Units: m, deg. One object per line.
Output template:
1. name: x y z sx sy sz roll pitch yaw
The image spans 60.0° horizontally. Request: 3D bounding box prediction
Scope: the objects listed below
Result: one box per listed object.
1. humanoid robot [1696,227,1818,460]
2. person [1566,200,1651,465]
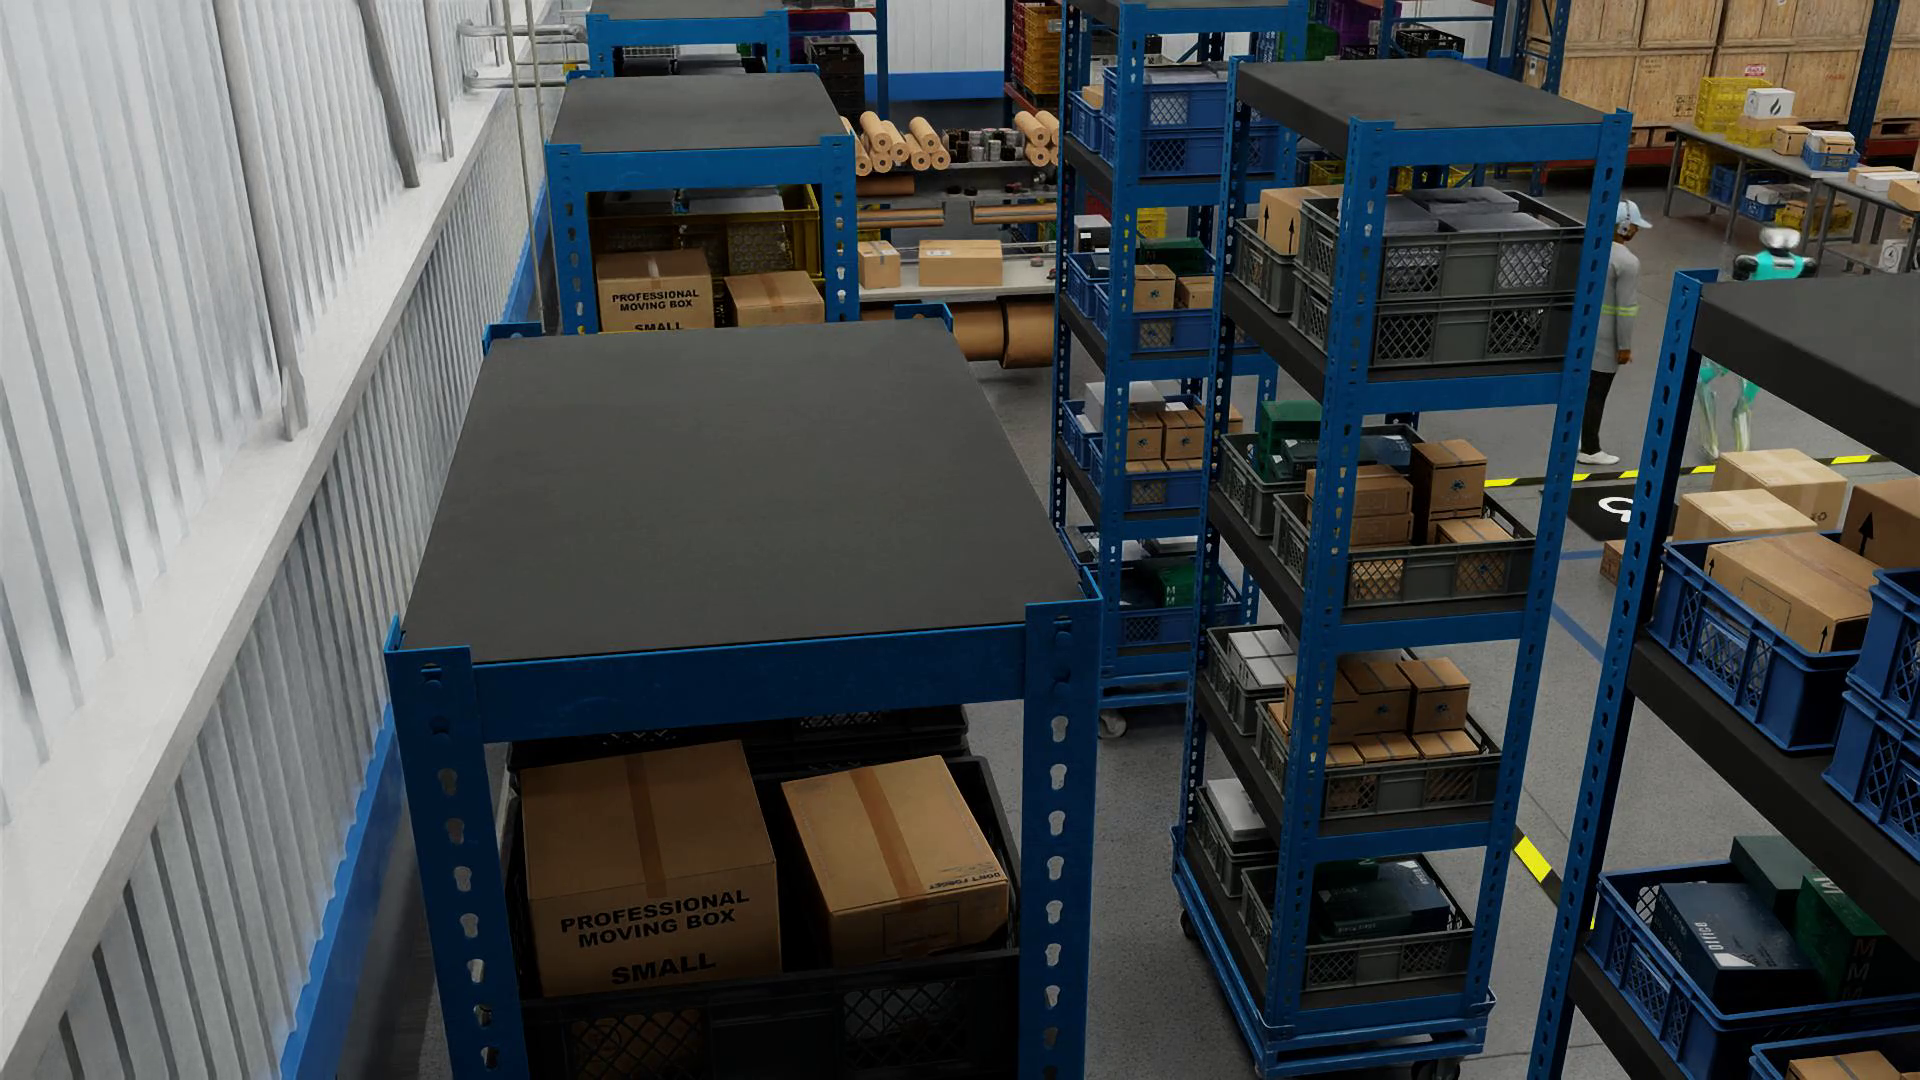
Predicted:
1. humanoid robot: 5.362 -1.314 11.431 0.540 1.804 0.755 1 25 2
2. person: 4.465 -1.435 11.529 0.396 1.847 0.587 -8 26 -16
